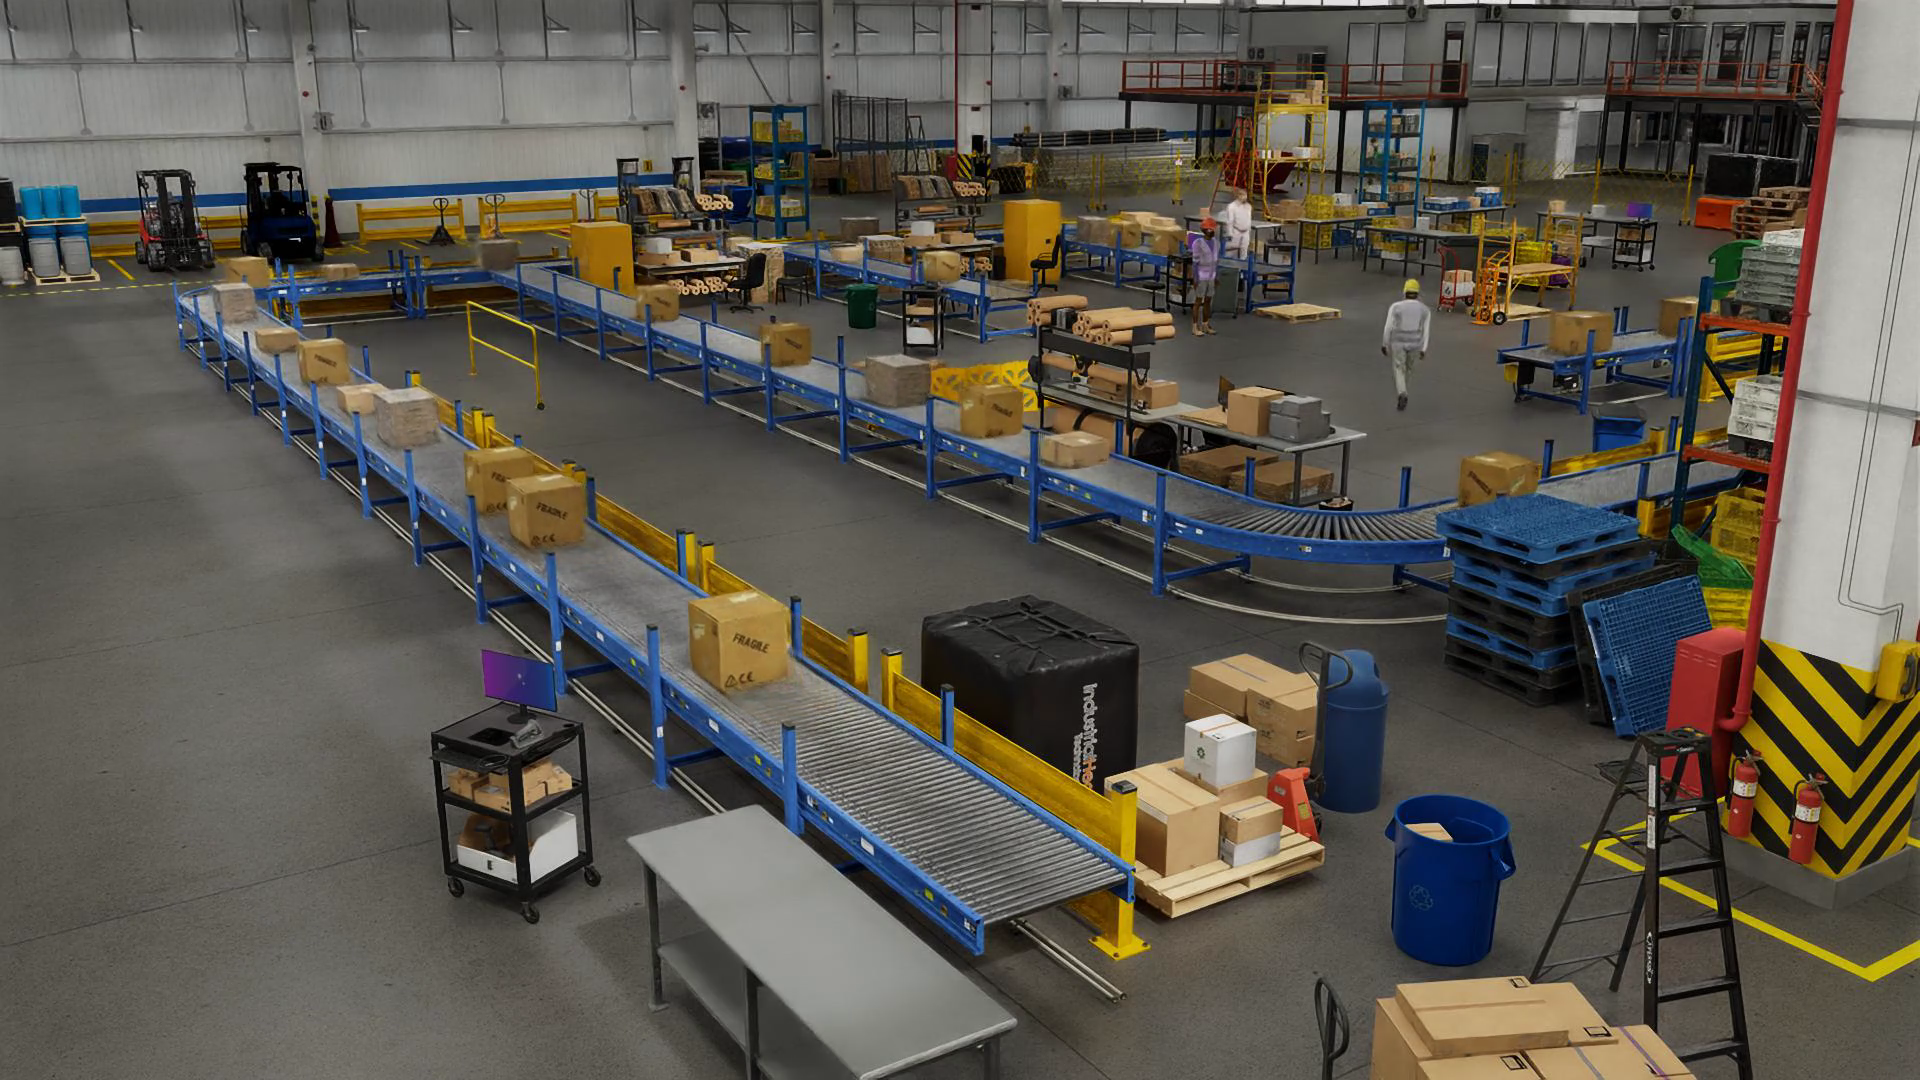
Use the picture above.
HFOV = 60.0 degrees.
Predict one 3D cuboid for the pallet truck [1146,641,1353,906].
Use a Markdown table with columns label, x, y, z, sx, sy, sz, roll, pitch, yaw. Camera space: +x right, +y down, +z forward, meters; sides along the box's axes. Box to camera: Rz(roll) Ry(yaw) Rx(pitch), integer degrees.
| label | x | y | z | sx | sy | sz | roll | pitch | yaw |
| --- | --- | --- | --- | --- | --- | --- | --- | --- | --- |
| pallet truck | 1.664 | 1.407 | 10.232 | 1.630 | 1.274 | 0.653 | -10 | 20 | -31 |

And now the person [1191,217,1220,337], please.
| label | x | y | z | sx | sy | sz | roll | pitch | yaw |
| --- | --- | --- | --- | --- | --- | --- | --- | --- | --- |
| person | 4.271 | -4.553 | 28.794 | 0.605 | 2.044 | 0.374 | -12 | 21 | -36 |

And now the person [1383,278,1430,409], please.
| label | x | y | z | sx | sy | sz | roll | pitch | yaw |
| --- | --- | --- | --- | --- | --- | --- | --- | --- | --- |
| person | 6.213 | -2.724 | 23.116 | 0.598 | 1.806 | 0.771 | -1 | 17 | -2 |

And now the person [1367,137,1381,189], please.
| label | x | y | z | sx | sy | sz | roll | pitch | yaw |
| --- | --- | --- | --- | --- | --- | --- | --- | --- | --- |
| person | 14.242 | -12.978 | 57.194 | 0.518 | 1.828 | 0.551 | -6 | 18 | -19 |

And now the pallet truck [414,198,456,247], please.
| label | x | y | z | sx | sy | sz | roll | pitch | yaw |
| --- | --- | --- | --- | --- | --- | --- | --- | --- | --- |
| pallet truck | -13.250 | -8.060 | 41.856 | 0.680 | 1.201 | 1.601 | -10 | 20 | -31 |

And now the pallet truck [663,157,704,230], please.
| label | x | y | z | sx | sy | sz | roll | pitch | yaw |
| --- | --- | --- | --- | --- | --- | --- | --- | --- | --- |
| pallet truck | -7.586 | -9.308 | 44.692 | 0.823 | 1.965 | 1.885 | -11 | 20 | -33 |

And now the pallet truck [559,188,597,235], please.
| label | x | y | z | sx | sy | sz | roll | pitch | yaw |
| --- | --- | --- | --- | --- | --- | --- | --- | --- | --- |
| pallet truck | -10.010 | -8.652 | 43.699 | 0.653 | 1.274 | 1.630 | -10 | 20 | -31 |

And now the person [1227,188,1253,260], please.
| label | x | y | z | sx | sy | sz | roll | pitch | yaw |
| --- | --- | --- | --- | --- | --- | --- | --- | --- | --- |
| person | 6.069 | -6.692 | 36.164 | 0.659 | 1.892 | 0.621 | -8 | 18 | -24 |

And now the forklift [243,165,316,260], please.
| label | x | y | z | sx | sy | sz | roll | pitch | yaw |
| --- | --- | --- | --- | --- | --- | --- | --- | --- | --- |
| forklift | -15.898 | -7.669 | 38.708 | 1.157 | 1.987 | 2.680 | -11 | 20 | -33 |

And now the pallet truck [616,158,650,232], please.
| label | x | y | z | sx | sy | sz | roll | pitch | yaw |
| --- | --- | --- | --- | --- | --- | --- | --- | --- | --- |
| pallet truck | -8.918 | -9.176 | 44.255 | 0.823 | 1.965 | 1.885 | -9 | 19 | -27 |

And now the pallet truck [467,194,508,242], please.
| label | x | y | z | sx | sy | sz | roll | pitch | yaw |
| --- | --- | --- | --- | --- | --- | --- | --- | --- | --- |
| pallet truck | -11.983 | -8.177 | 42.137 | 0.704 | 1.261 | 1.522 | -11 | 20 | -33 |

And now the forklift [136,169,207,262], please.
| label | x | y | z | sx | sy | sz | roll | pitch | yaw |
| --- | --- | --- | --- | --- | --- | --- | --- | --- | --- |
| forklift | -17.842 | -7.318 | 37.559 | 1.157 | 1.987 | 2.680 | -10 | 20 | -31 |

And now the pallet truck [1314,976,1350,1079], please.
| label | x | y | z | sx | sy | sz | roll | pitch | yaw |
| --- | --- | --- | --- | --- | --- | --- | --- | --- | --- |
| pallet truck | 2.299 | 2.390 | 7.086 | 1.601 | 1.201 | 0.680 | -2 | 17 | -7 |
